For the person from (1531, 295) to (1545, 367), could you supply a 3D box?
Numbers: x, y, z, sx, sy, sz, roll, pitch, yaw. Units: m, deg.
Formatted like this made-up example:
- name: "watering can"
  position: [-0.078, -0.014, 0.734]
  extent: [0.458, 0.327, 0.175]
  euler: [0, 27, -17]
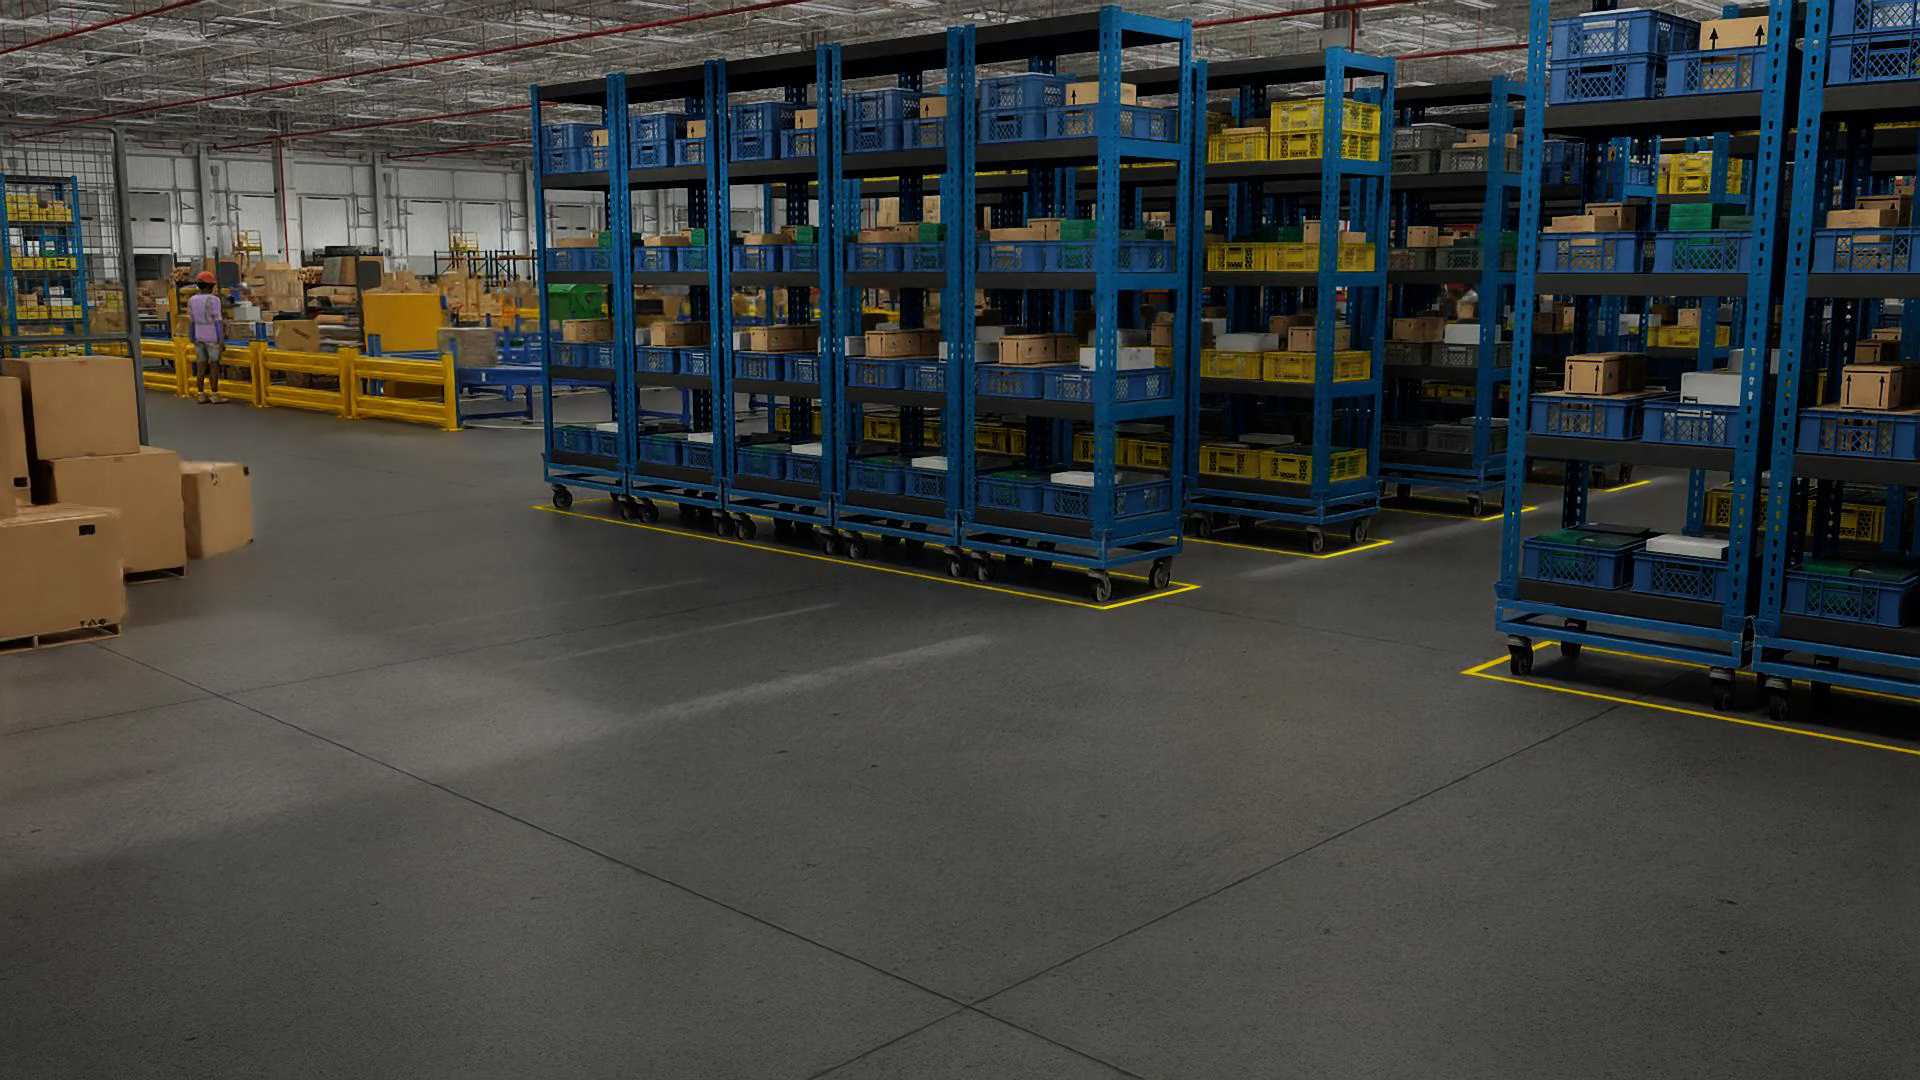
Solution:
- name: "person"
  position: [7.995, -2.616, 23.226]
  extent: [0.612, 1.810, 0.616]
  euler: [5, 10, 26]

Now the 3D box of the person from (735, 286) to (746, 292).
- name: "person"
  position: [-8.376, -9.131, 62.499]
  extent: [0.681, 2.000, 0.536]
  euler: [-1, 9, -4]

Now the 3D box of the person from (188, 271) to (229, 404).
- name: "person"
  position: [-11.516, -3.092, 25.513]
  extent: [0.602, 2.035, 0.406]
  euler: [4, 10, 25]

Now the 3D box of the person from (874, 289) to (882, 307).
- name: "person"
  position: [-3.438, -10.391, 70.798]
  extent: [0.843, 1.858, 0.587]
  euler: [2, 9, 12]

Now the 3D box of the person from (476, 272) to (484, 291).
- name: "person"
  position: [-24.583, -12.792, 85.311]
  extent: [0.550, 1.912, 0.596]
  euler: [-7, 11, -36]

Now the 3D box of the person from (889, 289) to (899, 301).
- name: "person"
  position: [-2.347, -8.646, 59.688]
  extent: [0.402, 1.985, 0.617]
  euler: [4, 10, 23]

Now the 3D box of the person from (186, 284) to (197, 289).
- name: "person"
  position: [-27.000, -8.384, 58.491]
  extent: [0.502, 1.861, 0.328]
  euler: [5, 10, 27]

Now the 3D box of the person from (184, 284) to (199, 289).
- name: "person"
  position: [-32.512, -10.345, 70.479]
  extent: [0.640, 1.883, 1.064]
  euler: [2, 9, 9]

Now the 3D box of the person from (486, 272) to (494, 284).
- name: "person"
  position: [-26.001, -13.871, 92.022]
  extent: [0.686, 1.875, 0.959]
  euler: [4, 10, 21]

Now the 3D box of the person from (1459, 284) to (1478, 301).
- name: "person"
  position: [10.094, -4.283, 33.083]
  extent: [0.401, 1.939, 0.602]
  euler: [0, 9, -1]

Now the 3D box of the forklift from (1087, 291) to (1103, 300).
- name: "forklift"
  position: [5.318, -9.954, 64.973]
  extent: [1.873, 2.768, 1.129]
  euler: [9, 13, 43]

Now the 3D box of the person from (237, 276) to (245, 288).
- name: "person"
  position: [-27.122, -9.060, 62.514]
  extent: [0.603, 1.890, 0.621]
  euler: [-3, 10, -19]

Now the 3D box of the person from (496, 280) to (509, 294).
- name: "person"
  position: [-16.046, -8.295, 58.454]
  extent: [0.536, 1.693, 0.319]
  euler: [5, 10, 28]

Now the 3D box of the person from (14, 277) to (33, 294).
- name: "person"
  position: [-29.852, -7.539, 53.099]
  extent: [0.539, 1.929, 0.391]
  euler: [-9, 13, -43]

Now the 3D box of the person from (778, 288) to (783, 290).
- name: "person"
  position: [-6.622, -8.820, 61.924]
  extent: [0.731, 1.598, 0.518]
  euler: [1, 9, 7]

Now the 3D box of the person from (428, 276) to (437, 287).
- name: "person"
  position: [-18.924, -8.540, 59.533]
  extent: [0.961, 1.819, 0.538]
  euler: [-4, 10, -22]

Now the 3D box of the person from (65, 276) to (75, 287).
- name: "person"
  position: [-41.441, -11.535, 77.521]
  extent: [0.615, 1.945, 0.404]
  euler: [-3, 10, -20]

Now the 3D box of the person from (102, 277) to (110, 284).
- name: "person"
  position: [-36.574, -10.383, 71.220]
  extent: [0.860, 1.703, 0.489]
  euler: [-1, 9, -3]

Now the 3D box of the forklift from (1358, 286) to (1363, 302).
- name: "forklift"
  position: [11.100, -7.017, 46.970]
  extent: [1.873, 2.768, 1.129]
  euler: [9, 13, 43]

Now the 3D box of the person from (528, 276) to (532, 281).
- name: "person"
  position: [-24.883, -14.460, 96.340]
  extent: [0.549, 1.642, 0.858]
  euler: [2, 9, 9]
